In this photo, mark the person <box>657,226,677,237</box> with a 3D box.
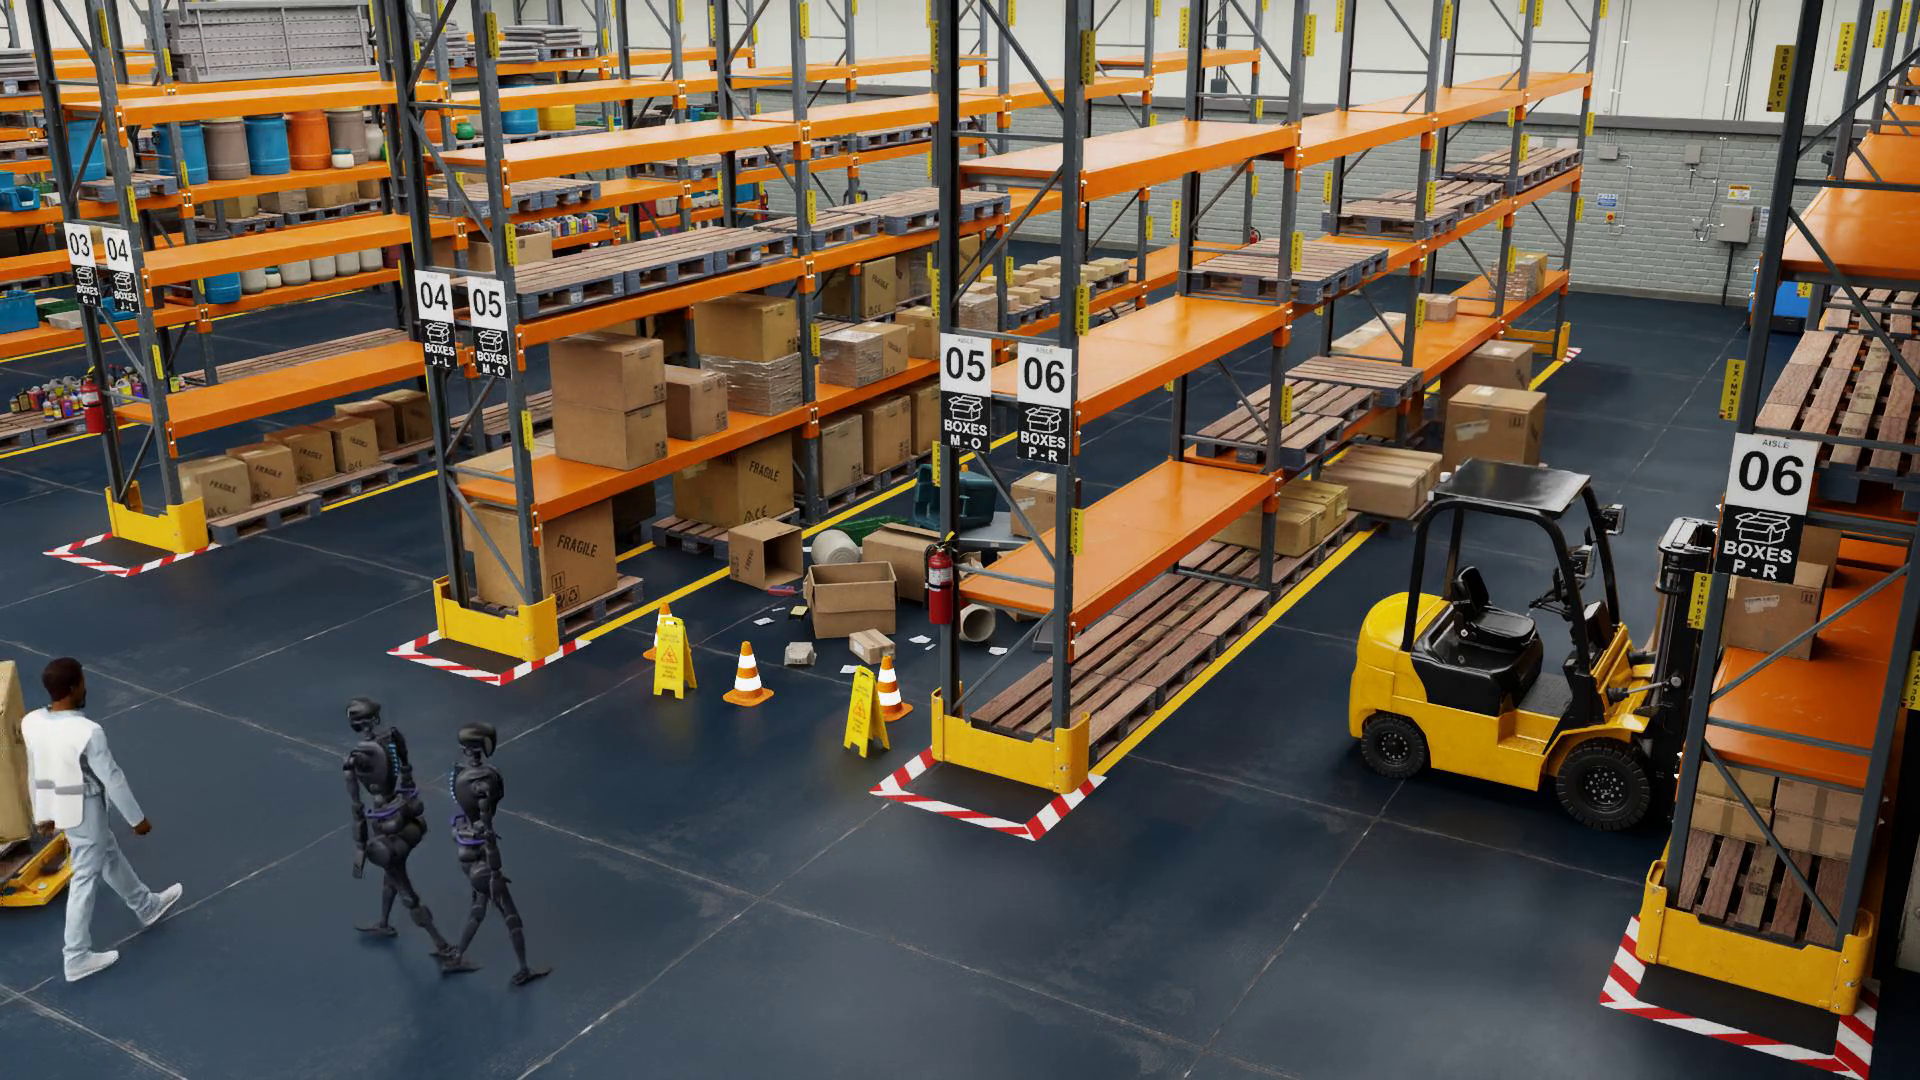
[{"bbox_3d":[-6.252,-7.178,35.081,0.589,1.764,0.694,-5,20,-14],"label":"person"}]

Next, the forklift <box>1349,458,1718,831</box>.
[{"bbox_3d":[3.988,0.658,11.776,2.313,2.155,1.214,11,22,29],"label":"forklift"}]

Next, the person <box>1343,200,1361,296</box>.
[{"bbox_3d":[6.813,-5.170,29.406,0.776,1.664,0.547,15,24,37],"label":"person"}]

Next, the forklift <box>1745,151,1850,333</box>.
[{"bbox_3d":[13.620,-4.667,26.137,1.873,2.768,1.129,11,22,29],"label":"forklift"}]

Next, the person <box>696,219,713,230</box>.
[{"bbox_3d":[-5.337,-7.000,34.683,0.488,1.685,0.354,-5,20,-14],"label":"person"}]

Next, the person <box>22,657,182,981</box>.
[{"bbox_3d":[-4.983,1.546,9.679,0.608,1.878,0.925,11,22,28],"label":"person"}]

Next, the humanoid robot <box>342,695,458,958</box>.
[{"bbox_3d":[-3.319,1.671,9.707,0.737,1.629,0.607,5,20,15],"label":"humanoid robot"}]

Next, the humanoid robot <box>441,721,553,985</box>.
[{"bbox_3d":[-2.703,1.751,9.453,0.597,1.638,0.627,-9,21,-24],"label":"humanoid robot"}]

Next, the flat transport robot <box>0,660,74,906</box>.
[{"bbox_3d":[-6.363,2.076,10.613,1.431,0.231,0.659,0,19,1],"label":"flat transport robot"}]

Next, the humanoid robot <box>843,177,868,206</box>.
[{"bbox_3d":[-2.049,-6.341,32.818,0.588,1.634,0.707,-10,21,-26],"label":"humanoid robot"}]
